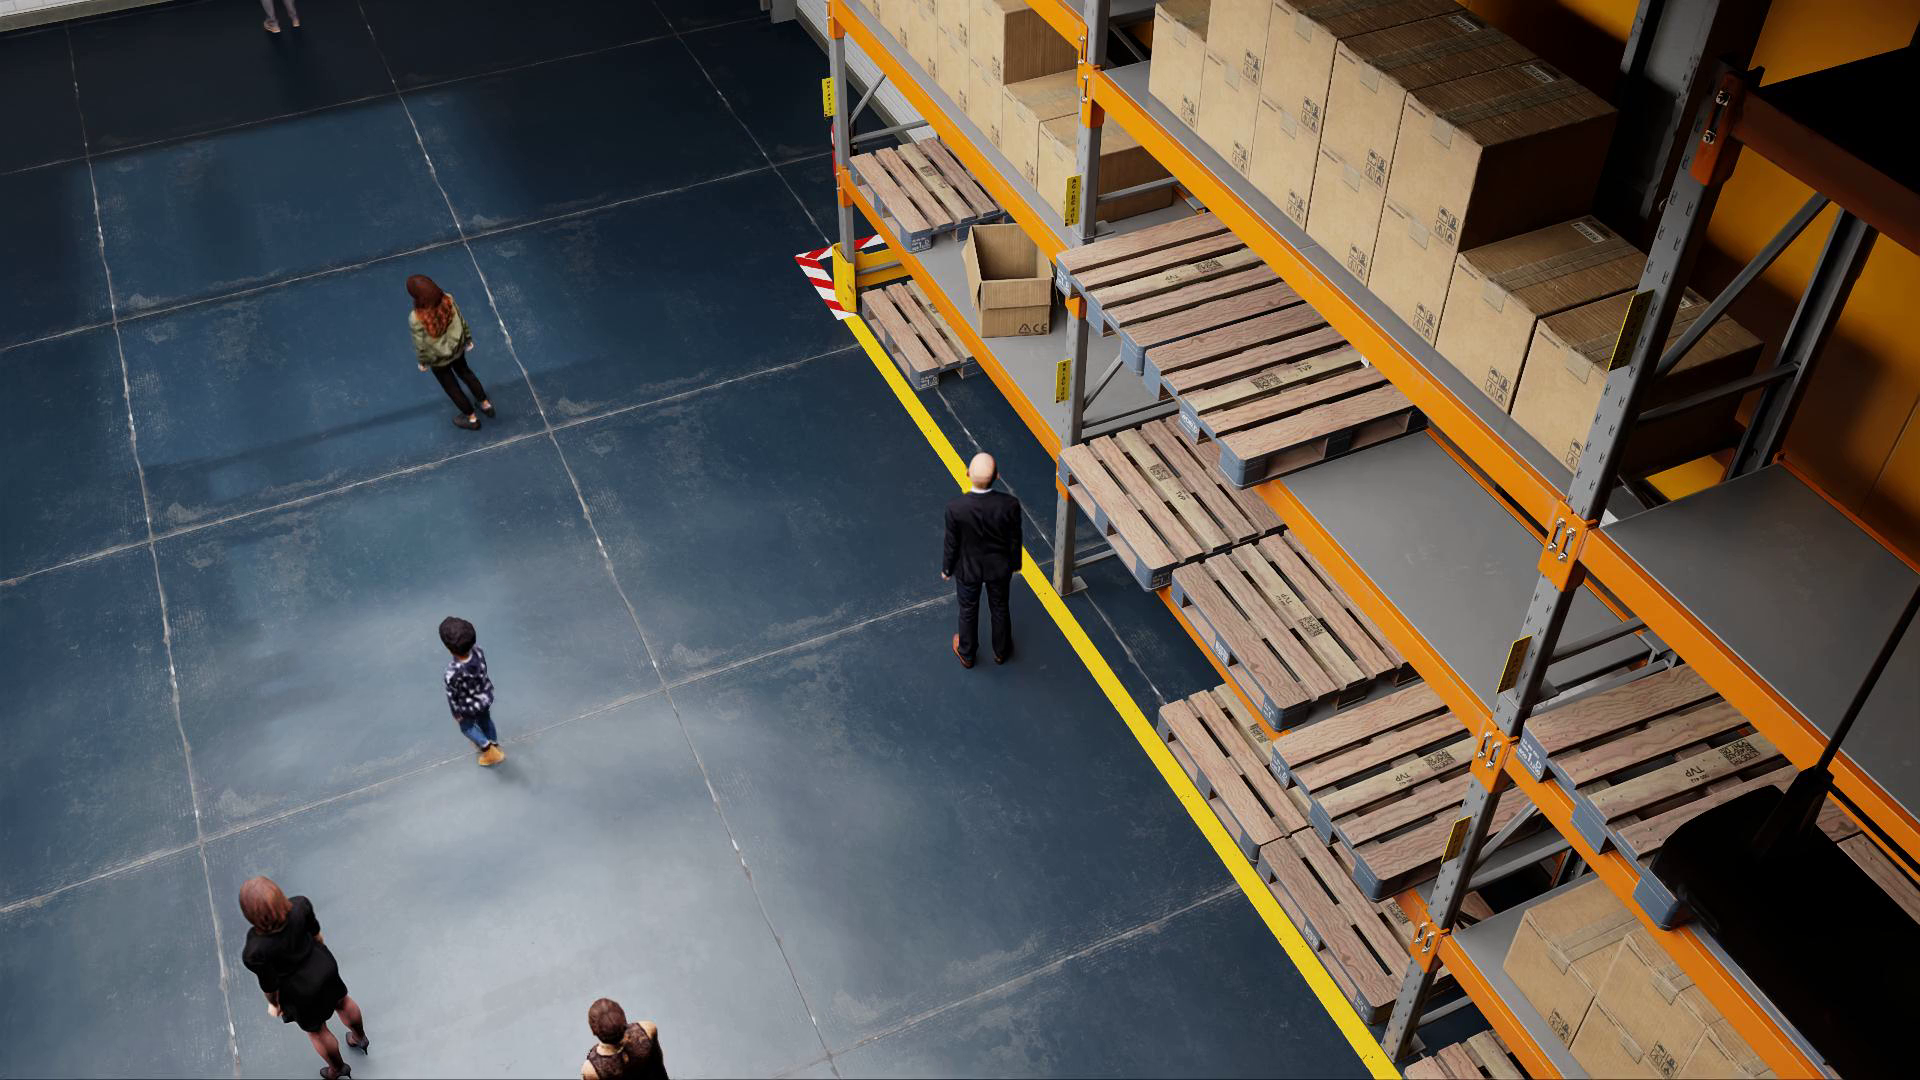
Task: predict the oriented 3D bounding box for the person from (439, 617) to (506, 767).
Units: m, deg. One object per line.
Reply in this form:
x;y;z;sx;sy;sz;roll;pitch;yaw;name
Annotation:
-3.009;0.983;10.361;0.659;1.243;0.608;22;48;21;person

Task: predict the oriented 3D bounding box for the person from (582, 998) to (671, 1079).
-1.570;2.783;8.167;0.698;1.663;0.915;-30;51;-27;person

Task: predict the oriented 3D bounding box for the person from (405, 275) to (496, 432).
-3.909;-1.435;12.744;0.698;1.457;0.667;-30;51;-28;person

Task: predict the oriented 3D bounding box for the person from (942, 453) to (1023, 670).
0.149;0.151;10.830;0.756;1.800;0.706;-4;44;-4;person

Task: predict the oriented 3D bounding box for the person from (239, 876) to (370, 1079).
-3.408;2.288;8.656;0.696;1.706;0.655;18;46;18;person
